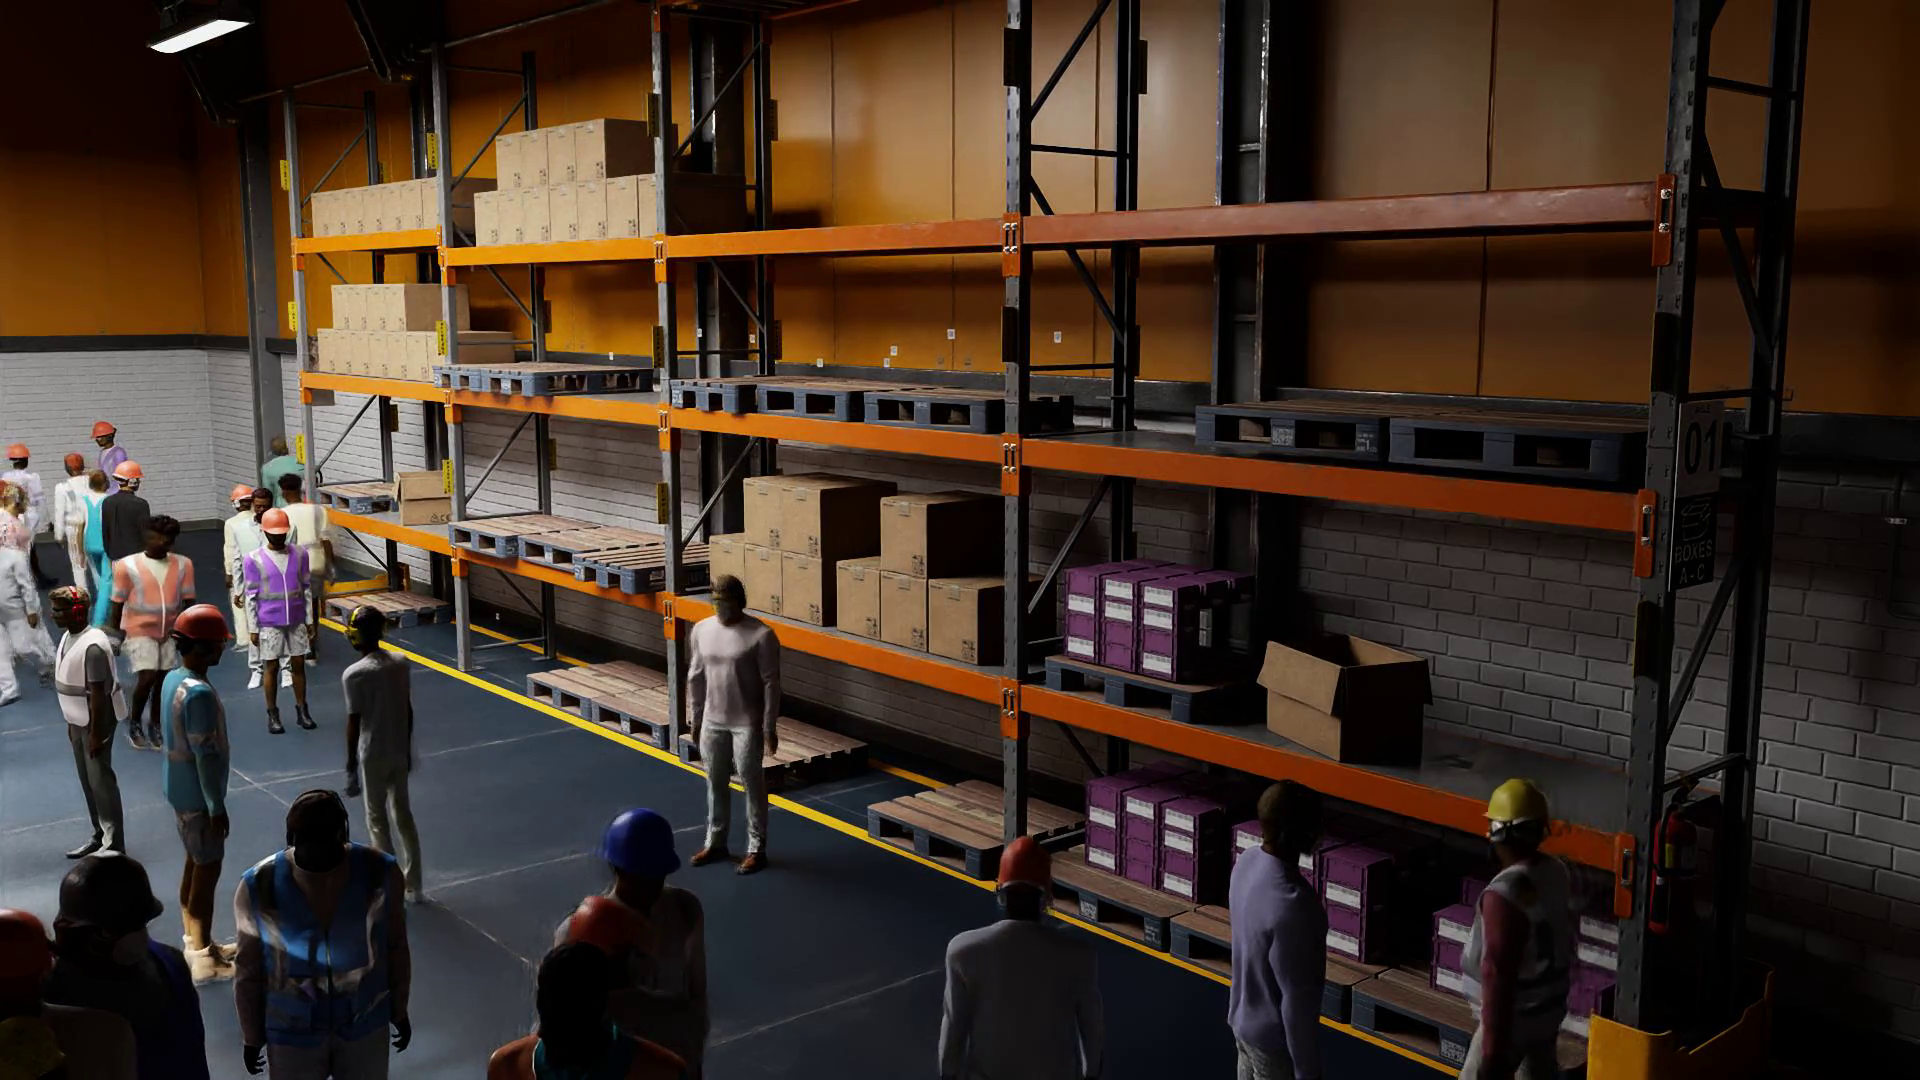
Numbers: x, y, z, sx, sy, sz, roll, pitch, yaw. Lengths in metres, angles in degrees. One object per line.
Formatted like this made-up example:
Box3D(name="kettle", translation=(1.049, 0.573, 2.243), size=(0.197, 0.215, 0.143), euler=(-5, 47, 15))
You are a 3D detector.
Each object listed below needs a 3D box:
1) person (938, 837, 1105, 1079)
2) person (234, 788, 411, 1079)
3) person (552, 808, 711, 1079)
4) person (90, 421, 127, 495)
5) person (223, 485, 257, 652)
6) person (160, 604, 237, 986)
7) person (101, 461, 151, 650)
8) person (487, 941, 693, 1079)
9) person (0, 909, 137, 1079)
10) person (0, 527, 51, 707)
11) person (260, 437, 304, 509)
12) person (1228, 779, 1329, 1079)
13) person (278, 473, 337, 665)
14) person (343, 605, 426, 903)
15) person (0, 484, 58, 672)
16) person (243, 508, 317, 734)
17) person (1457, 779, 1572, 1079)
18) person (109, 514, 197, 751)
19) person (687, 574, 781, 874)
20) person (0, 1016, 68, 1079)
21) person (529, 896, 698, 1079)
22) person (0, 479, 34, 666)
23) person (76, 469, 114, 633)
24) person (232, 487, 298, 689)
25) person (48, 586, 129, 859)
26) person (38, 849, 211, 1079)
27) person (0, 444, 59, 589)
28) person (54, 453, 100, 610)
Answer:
Box3D(name="person", translation=(0.230, 1.917, 6.113), size=(0.598, 1.711, 0.836), euler=(0, 8, 3))
Box3D(name="person", translation=(-2.396, 1.833, 6.303), size=(0.633, 1.839, 0.429), euler=(-4, 9, -25))
Box3D(name="person", translation=(-1.166, 1.854, 5.847), size=(0.623, 1.931, 0.562), euler=(-7, 11, -41))
Box3D(name="person", translation=(-11.515, -0.596, 22.560), size=(0.608, 2.029, 0.407), euler=(6, 10, 37))
Box3D(name="person", translation=(-7.453, 0.291, 17.375), size=(0.353, 1.739, 0.572), euler=(4, 9, 25))
Box3D(name="person", translation=(-4.062, 1.357, 8.961), size=(0.411, 2.032, 0.615), euler=(-6, 10, -36))
Box3D(name="person", translation=(-8.617, 0.170, 17.317), size=(0.624, 1.992, 0.390), euler=(3, 9, 19))
Box3D(name="person", translation=(-1.037, 2.028, 4.681), size=(0.597, 1.915, 0.370), euler=(1, 8, 5))
Box3D(name="person", translation=(-2.629, 1.991, 4.715), size=(0.618, 1.985, 0.408), euler=(-4, 9, -24))
Box3D(name="person", translation=(-8.640, 0.624, 15.140), size=(0.588, 1.716, 0.673), euler=(1, 8, 6))
Box3D(name="person", translation=(-8.696, -0.396, 21.613), size=(0.706, 1.891, 0.385), euler=(-4, 9, -27))
Box3D(name="person", translation=(1.170, 1.816, 6.074), size=(0.372, 1.940, 0.632), euler=(-1, 8, -9))
Box3D(name="person", translation=(-6.715, 0.271, 16.913), size=(0.623, 1.901, 0.999), euler=(-6, 10, -35))
Box3D(name="person", translation=(-3.467, 1.307, 9.936), size=(0.364, 1.852, 0.501), euler=(4, 9, 26))
Box3D(name="person", translation=(-9.025, 0.416, 16.014), size=(0.979, 1.878, 0.676), euler=(-2, 8, -13))
Box3D(name="person", translation=(-5.729, 0.678, 14.054), size=(0.548, 1.924, 0.387), euler=(-7, 11, -41))
Box3D(name="person", translation=(2.191, 1.832, 6.510), size=(0.782, 1.788, 0.698), euler=(5, 9, 29))
Box3D(name="person", translation=(-6.514, 0.754, 13.502), size=(0.498, 1.929, 0.654), euler=(7, 11, 40))
Box3D(name="person", translation=(-1.449, 1.174, 10.632), size=(0.665, 1.929, 0.371), euler=(3, 9, 22))
Box3D(name="person", translation=(-2.515, 2.142, 4.532), size=(0.488, 1.737, 0.323), euler=(2, 8, 12))
Box3D(name="person", translation=(-1.096, 2.021, 5.382), size=(0.588, 1.729, 0.626), euler=(-4, 9, -28))
Box3D(name="person", translation=(-9.539, 0.324, 16.630), size=(0.356, 1.887, 0.573), euler=(2, 8, 13))
Box3D(name="person", translation=(-9.480, 0.116, 18.439), size=(0.511, 1.798, 0.984), euler=(0, 8, 1))
Box3D(name="person", translation=(-6.535, 0.447, 15.706), size=(0.593, 1.911, 0.385), euler=(-2, 8, -11))
Box3D(name="person", translation=(-5.620, 1.194, 10.766), size=(0.561, 1.837, 0.388), euler=(8, 11, 44))
Box3D(name="person", translation=(-2.493, 1.918, 5.012), size=(0.536, 2.000, 0.673), euler=(3, 9, 20))
Box3D(name="person", translation=(-11.648, -0.252, 20.665), size=(0.547, 1.893, 1.024), euler=(2, 8, 13))
Box3D(name="person", translation=(-10.325, -0.095, 19.555), size=(0.446, 1.874, 0.611), euler=(6, 10, 34))
